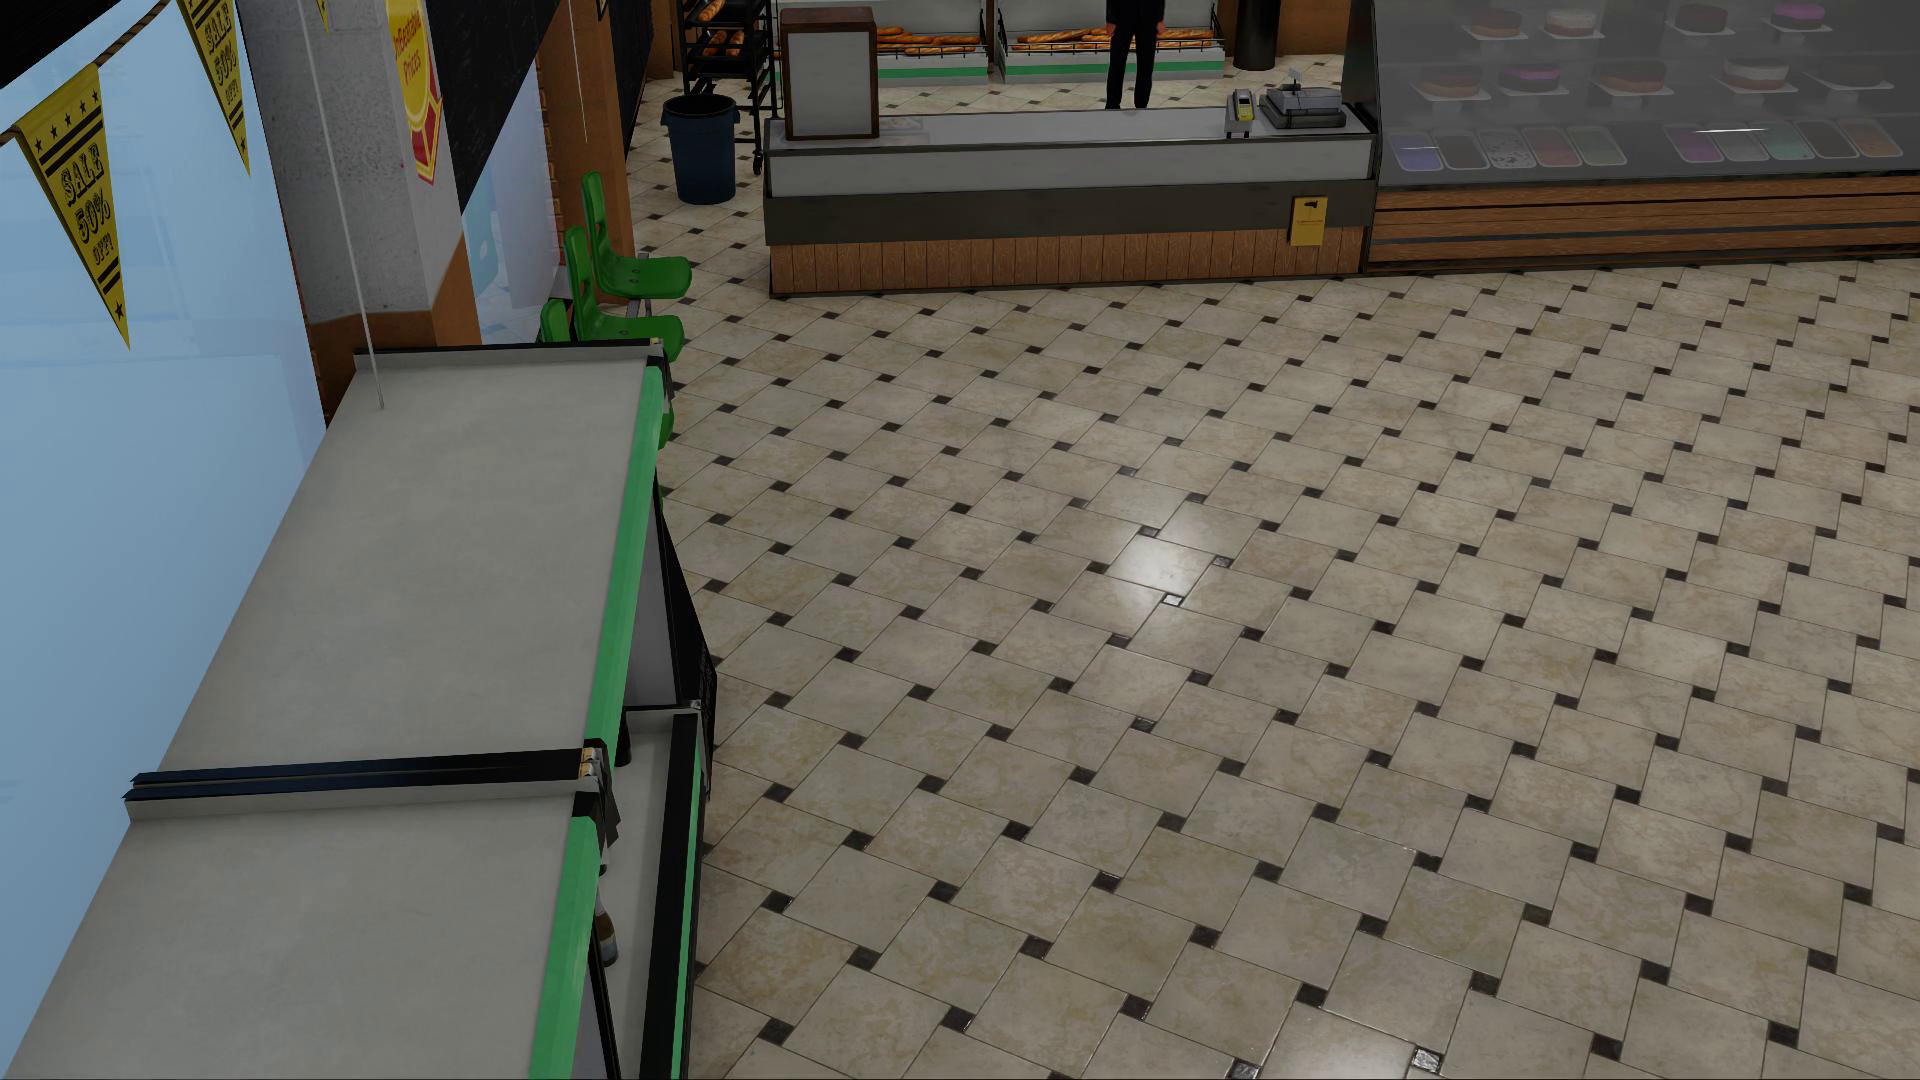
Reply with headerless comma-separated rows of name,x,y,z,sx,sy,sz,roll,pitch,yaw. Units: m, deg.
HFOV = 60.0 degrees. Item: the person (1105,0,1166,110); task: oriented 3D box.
person,1.429,-4.236,13.464,0.629,1.866,0.549,-3,32,-4
